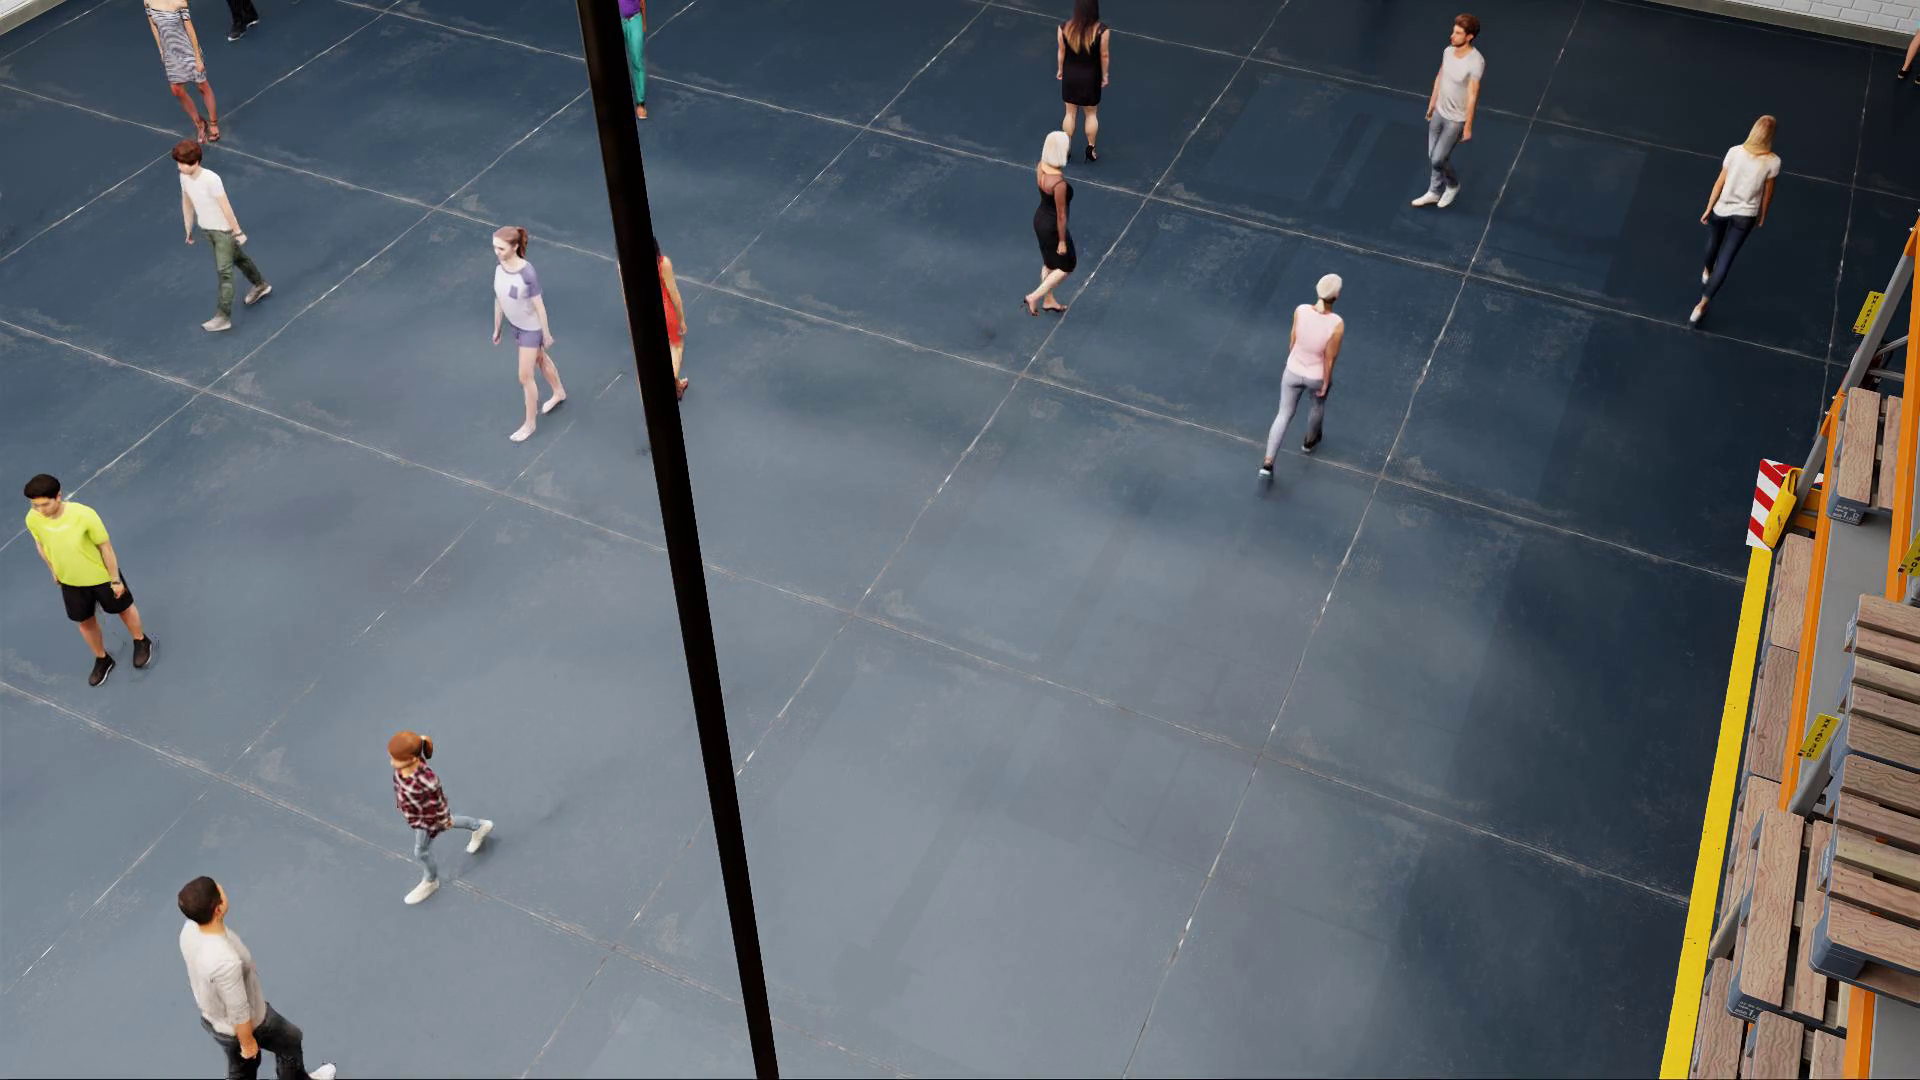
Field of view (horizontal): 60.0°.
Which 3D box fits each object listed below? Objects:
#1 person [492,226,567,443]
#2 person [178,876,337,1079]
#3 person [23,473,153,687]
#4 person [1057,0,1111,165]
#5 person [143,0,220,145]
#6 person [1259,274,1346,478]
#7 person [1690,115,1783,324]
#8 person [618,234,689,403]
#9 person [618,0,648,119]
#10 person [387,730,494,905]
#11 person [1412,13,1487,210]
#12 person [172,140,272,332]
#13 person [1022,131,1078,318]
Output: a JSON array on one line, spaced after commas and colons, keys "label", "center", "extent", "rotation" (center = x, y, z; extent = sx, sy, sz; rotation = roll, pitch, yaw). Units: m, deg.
[{"label": "person", "center": [-3.253, -1.685, 12.758], "extent": [0.738, 1.744, 0.956], "rotation": [33, 53, 30]}, {"label": "person", "center": [-3.700, 2.461, 8.390], "extent": [0.885, 1.766, 0.800], "rotation": [-31, 52, -29]}, {"label": "person", "center": [-5.697, 0.155, 10.856], "extent": [0.793, 1.703, 0.842], "rotation": [-2, 44, -2]}, {"label": "person", "center": [1.145, -4.317, 15.538], "extent": [0.700, 1.721, 0.671], "rotation": [8, 44, 8]}, {"label": "person", "center": [-7.343, -4.650, 15.822], "extent": [0.716, 1.811, 0.722], "rotation": [3, 44, 3]}, {"label": "person", "center": [2.521, -1.184, 12.265], "extent": [0.600, 1.698, 1.103], "rotation": [21, 47, 20]}, {"label": "person", "center": [6.361, -2.611, 13.717], "extent": [0.725, 1.762, 1.188], "rotation": [23, 48, 23]}, {"label": "person", "center": [-2.360, -1.671, 12.779], "extent": [0.771, 1.694, 0.923], "rotation": [6, 44, 6]}, {"label": "person", "center": [-3.327, -5.116, 16.365], "extent": [1.106, 1.736, 1.249], "rotation": [-8, 44, -8]}, {"label": "person", "center": [-3.070, 1.525, 9.717], "extent": [0.960, 1.291, 0.733], "rotation": [-33, 53, -30]}, {"label": "person", "center": [4.473, -3.818, 14.897], "extent": [0.893, 1.882, 0.842], "rotation": [-18, 46, -18]}, {"label": "person", "center": [-6.102, -2.613, 13.824], "extent": [0.598, 1.617, 1.053], "rotation": [19, 47, 19]}, {"label": "person", "center": [0.698, -2.534, 13.656], "extent": [0.860, 1.735, 0.800], "rotation": [-15, 46, -15]}]
